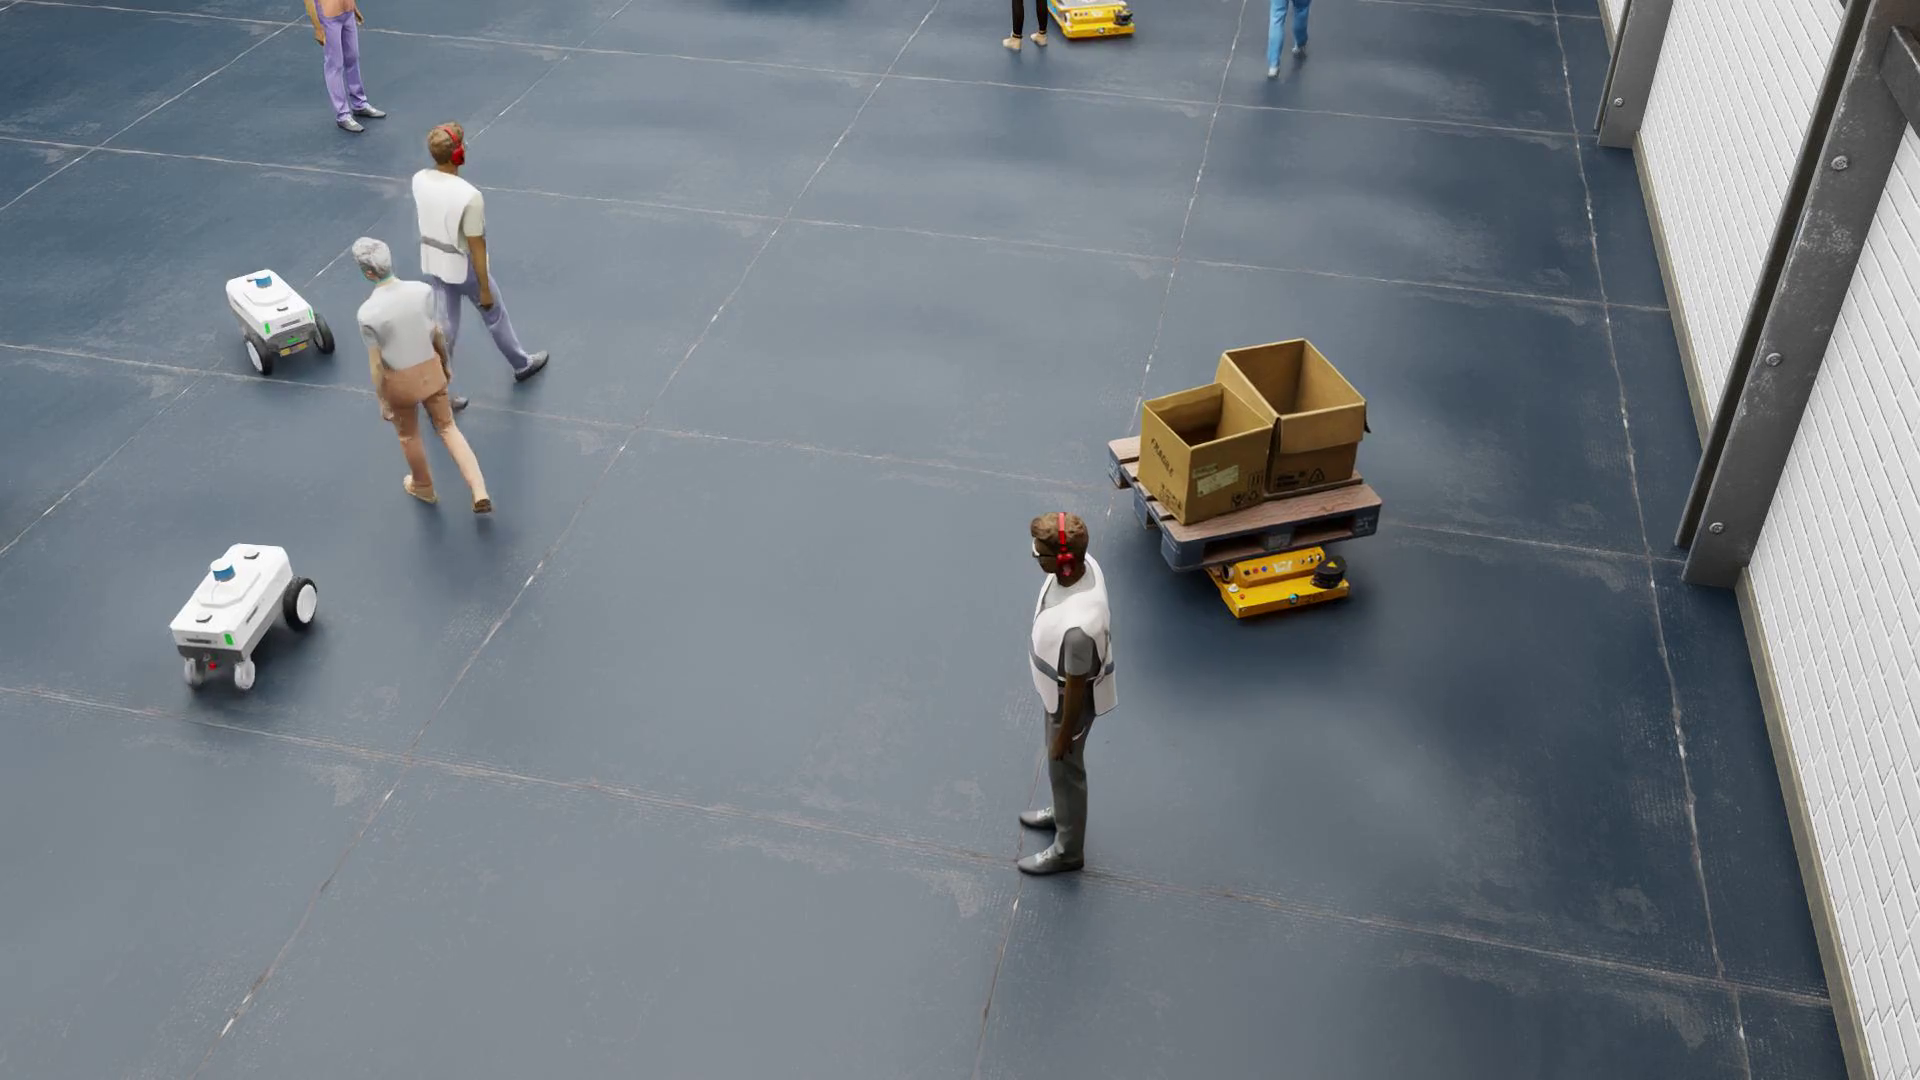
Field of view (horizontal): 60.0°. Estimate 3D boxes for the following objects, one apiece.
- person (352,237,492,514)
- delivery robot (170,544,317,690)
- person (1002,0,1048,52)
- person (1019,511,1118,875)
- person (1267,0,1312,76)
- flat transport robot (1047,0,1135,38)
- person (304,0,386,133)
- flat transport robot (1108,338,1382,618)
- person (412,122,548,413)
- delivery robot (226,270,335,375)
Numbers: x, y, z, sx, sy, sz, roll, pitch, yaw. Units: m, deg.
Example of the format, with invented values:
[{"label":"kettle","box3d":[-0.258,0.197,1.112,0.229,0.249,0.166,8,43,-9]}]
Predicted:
[{"label":"person","box3d":[-2.979,-0.862,9.171,0.688,1.713,0.491,31,46,34]},{"label":"delivery robot","box3d":[-3.698,0.350,8.502,0.499,0.584,0.783,4,37,5]},{"label":"person","box3d":[0.615,-5.320,15.151,0.531,1.691,0.322,-18,40,-23]},{"label":"person","box3d":[0.462,0.649,7.046,0.398,1.833,0.569,-1,37,-1]},{"label":"person","box3d":[2.969,-5.053,14.804,0.497,1.674,0.900,13,39,16]},{"label":"flat transport robot","box3d":[1.182,-5.248,16.241,0.659,0.231,1.431,-8,37,-10]},{"label":"person","box3d":[-5.148,-4.303,13.662,0.378,1.841,0.568,11,38,15]},{"label":"flat transport robot","box3d":[1.572,-0.110,9.366,0.659,0.231,1.431,-10,38,-14]},{"label":"person","box3d":[-3.044,-1.653,10.149,0.579,1.798,0.950,20,41,25]},{"label":"delivery robot","box3d":[-4.516,-1.468,10.957,0.499,0.609,0.805,-27,44,-31]}]
